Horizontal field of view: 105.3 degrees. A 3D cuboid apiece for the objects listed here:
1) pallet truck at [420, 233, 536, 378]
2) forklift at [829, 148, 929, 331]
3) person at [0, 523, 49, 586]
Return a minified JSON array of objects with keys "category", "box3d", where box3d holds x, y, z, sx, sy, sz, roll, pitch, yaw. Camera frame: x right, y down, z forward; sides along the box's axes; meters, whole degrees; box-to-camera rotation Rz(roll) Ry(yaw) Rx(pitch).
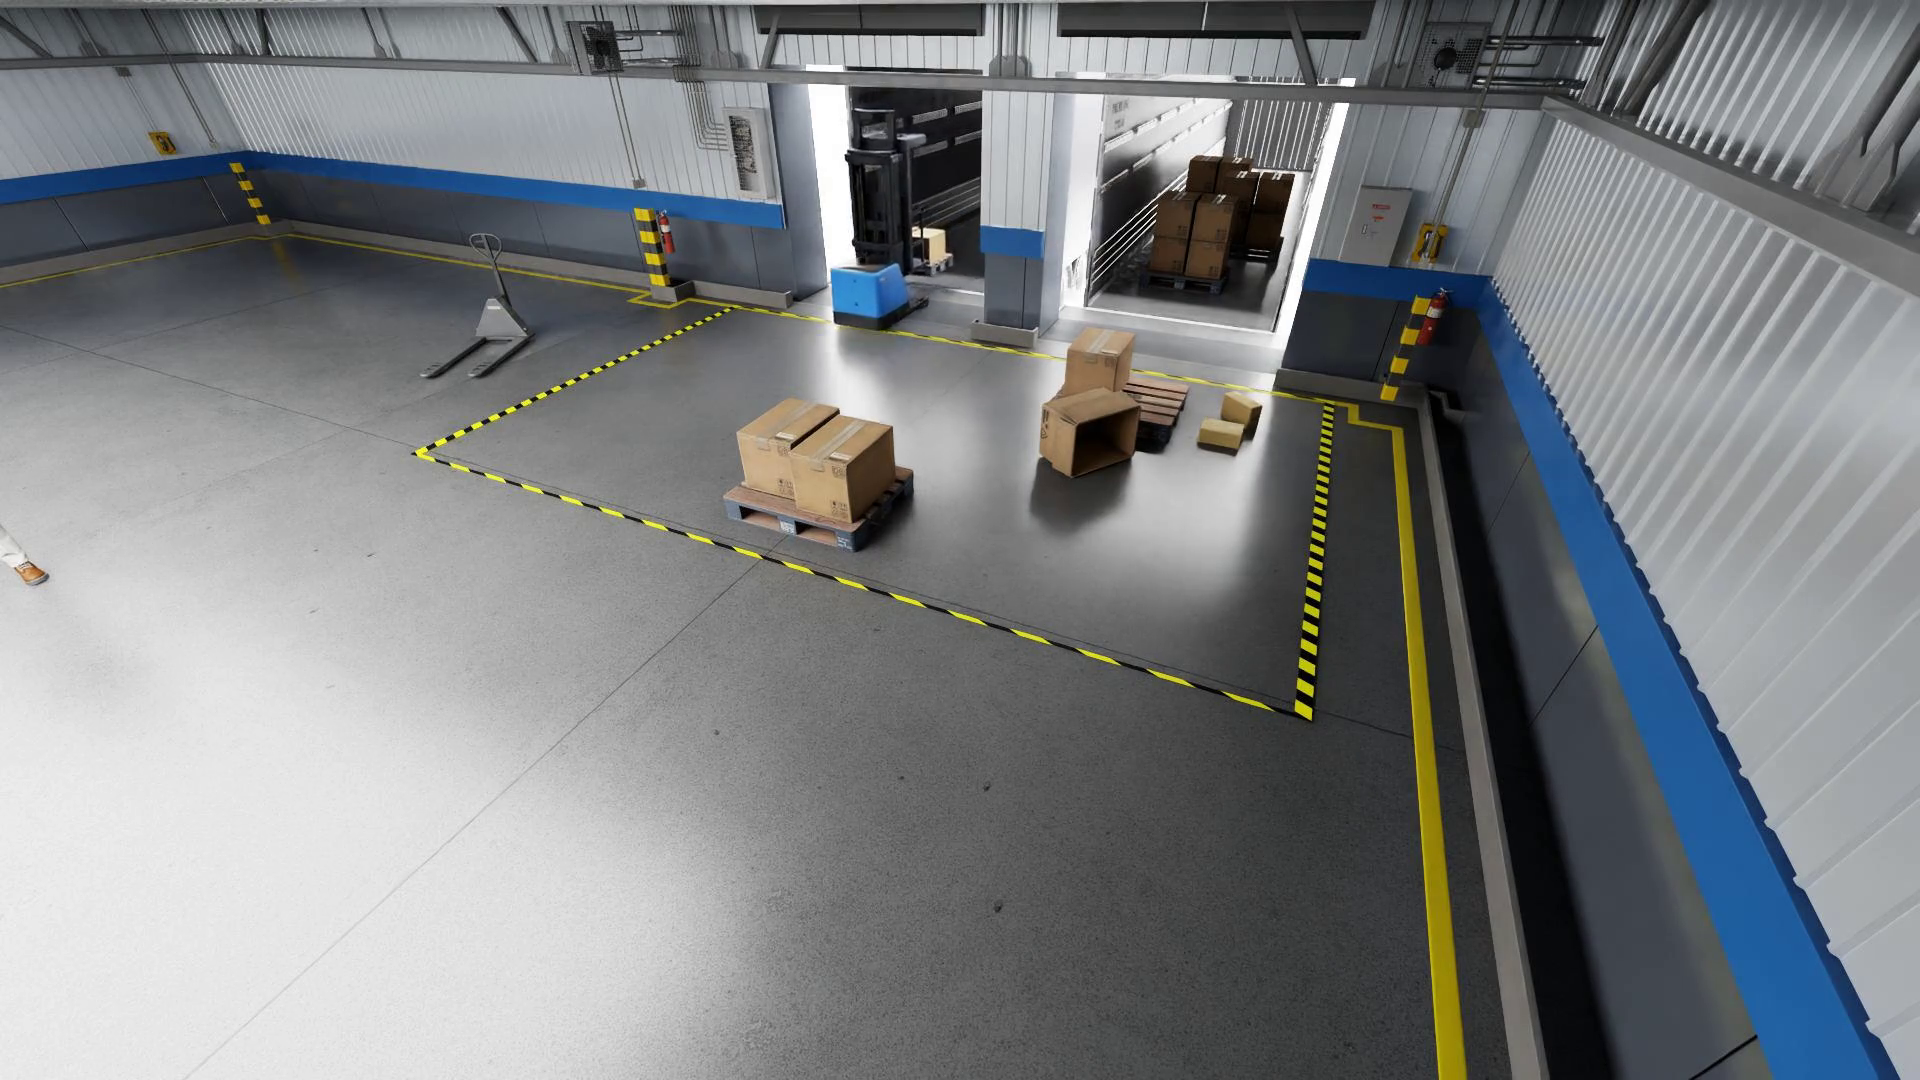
[{"category":"pallet truck","box3d":[-5.664,-2.712,8.427,0.680,1.201,1.601,0,35,-1]},{"category":"forklift","box3d":[-1.146,-3.733,9.168,0.716,2.013,0.776,15,38,20]},{"category":"person","box3d":[-6.754,-0.449,4.640,0.393,1.945,0.616,23,41,28]}]
